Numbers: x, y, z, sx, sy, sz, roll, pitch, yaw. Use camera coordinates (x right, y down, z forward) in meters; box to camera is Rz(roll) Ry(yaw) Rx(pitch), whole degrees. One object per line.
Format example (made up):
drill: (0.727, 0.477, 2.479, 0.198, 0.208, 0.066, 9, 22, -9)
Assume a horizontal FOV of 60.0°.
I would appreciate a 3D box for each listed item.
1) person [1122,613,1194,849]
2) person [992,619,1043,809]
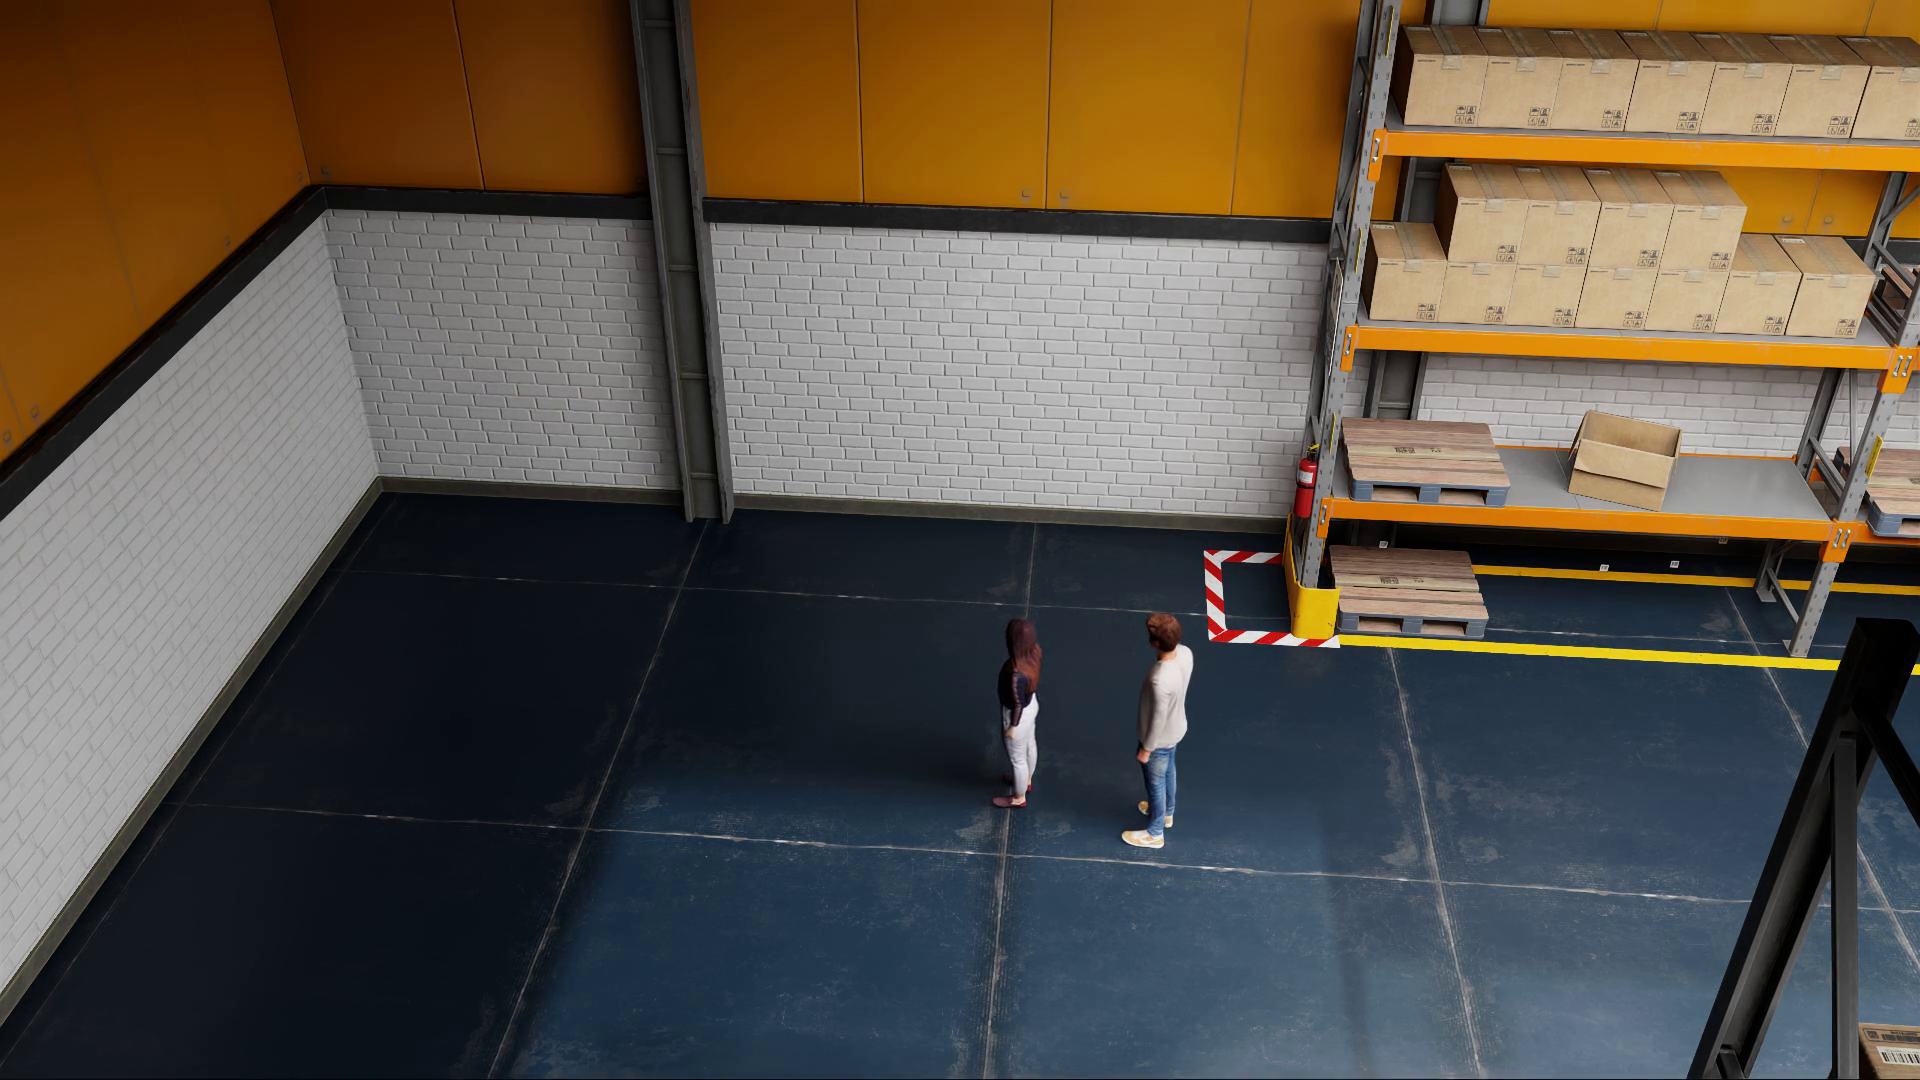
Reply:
person: (1.379, 1.297, 11.328, 0.716, 1.899, 0.741, 16, 37, 23)
person: (0.401, 1.214, 11.716, 0.606, 1.608, 0.652, 11, 35, 16)
